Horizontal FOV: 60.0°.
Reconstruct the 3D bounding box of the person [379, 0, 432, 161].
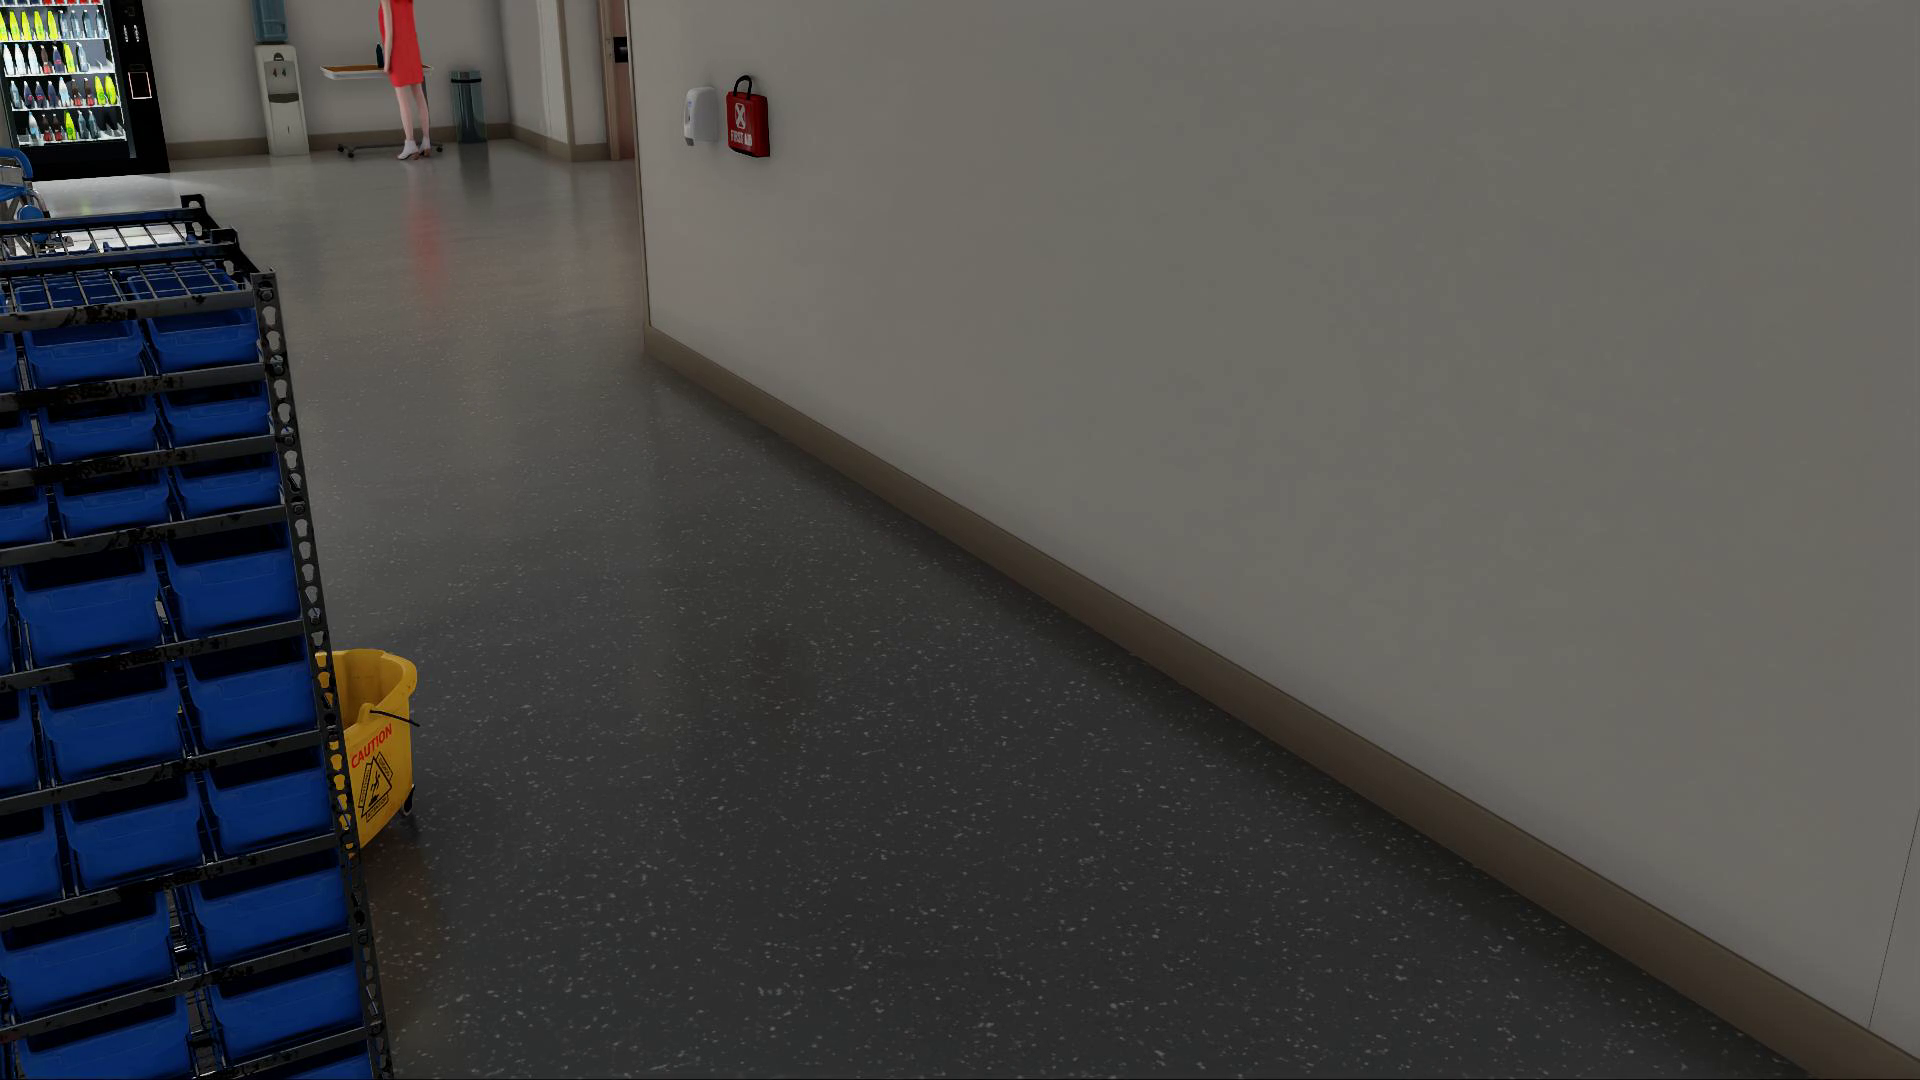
[{"bbox_3d":[-5.269,-4.553,15.769,0.732,1.827,0.635,9,23,23],"label":"person"}]
